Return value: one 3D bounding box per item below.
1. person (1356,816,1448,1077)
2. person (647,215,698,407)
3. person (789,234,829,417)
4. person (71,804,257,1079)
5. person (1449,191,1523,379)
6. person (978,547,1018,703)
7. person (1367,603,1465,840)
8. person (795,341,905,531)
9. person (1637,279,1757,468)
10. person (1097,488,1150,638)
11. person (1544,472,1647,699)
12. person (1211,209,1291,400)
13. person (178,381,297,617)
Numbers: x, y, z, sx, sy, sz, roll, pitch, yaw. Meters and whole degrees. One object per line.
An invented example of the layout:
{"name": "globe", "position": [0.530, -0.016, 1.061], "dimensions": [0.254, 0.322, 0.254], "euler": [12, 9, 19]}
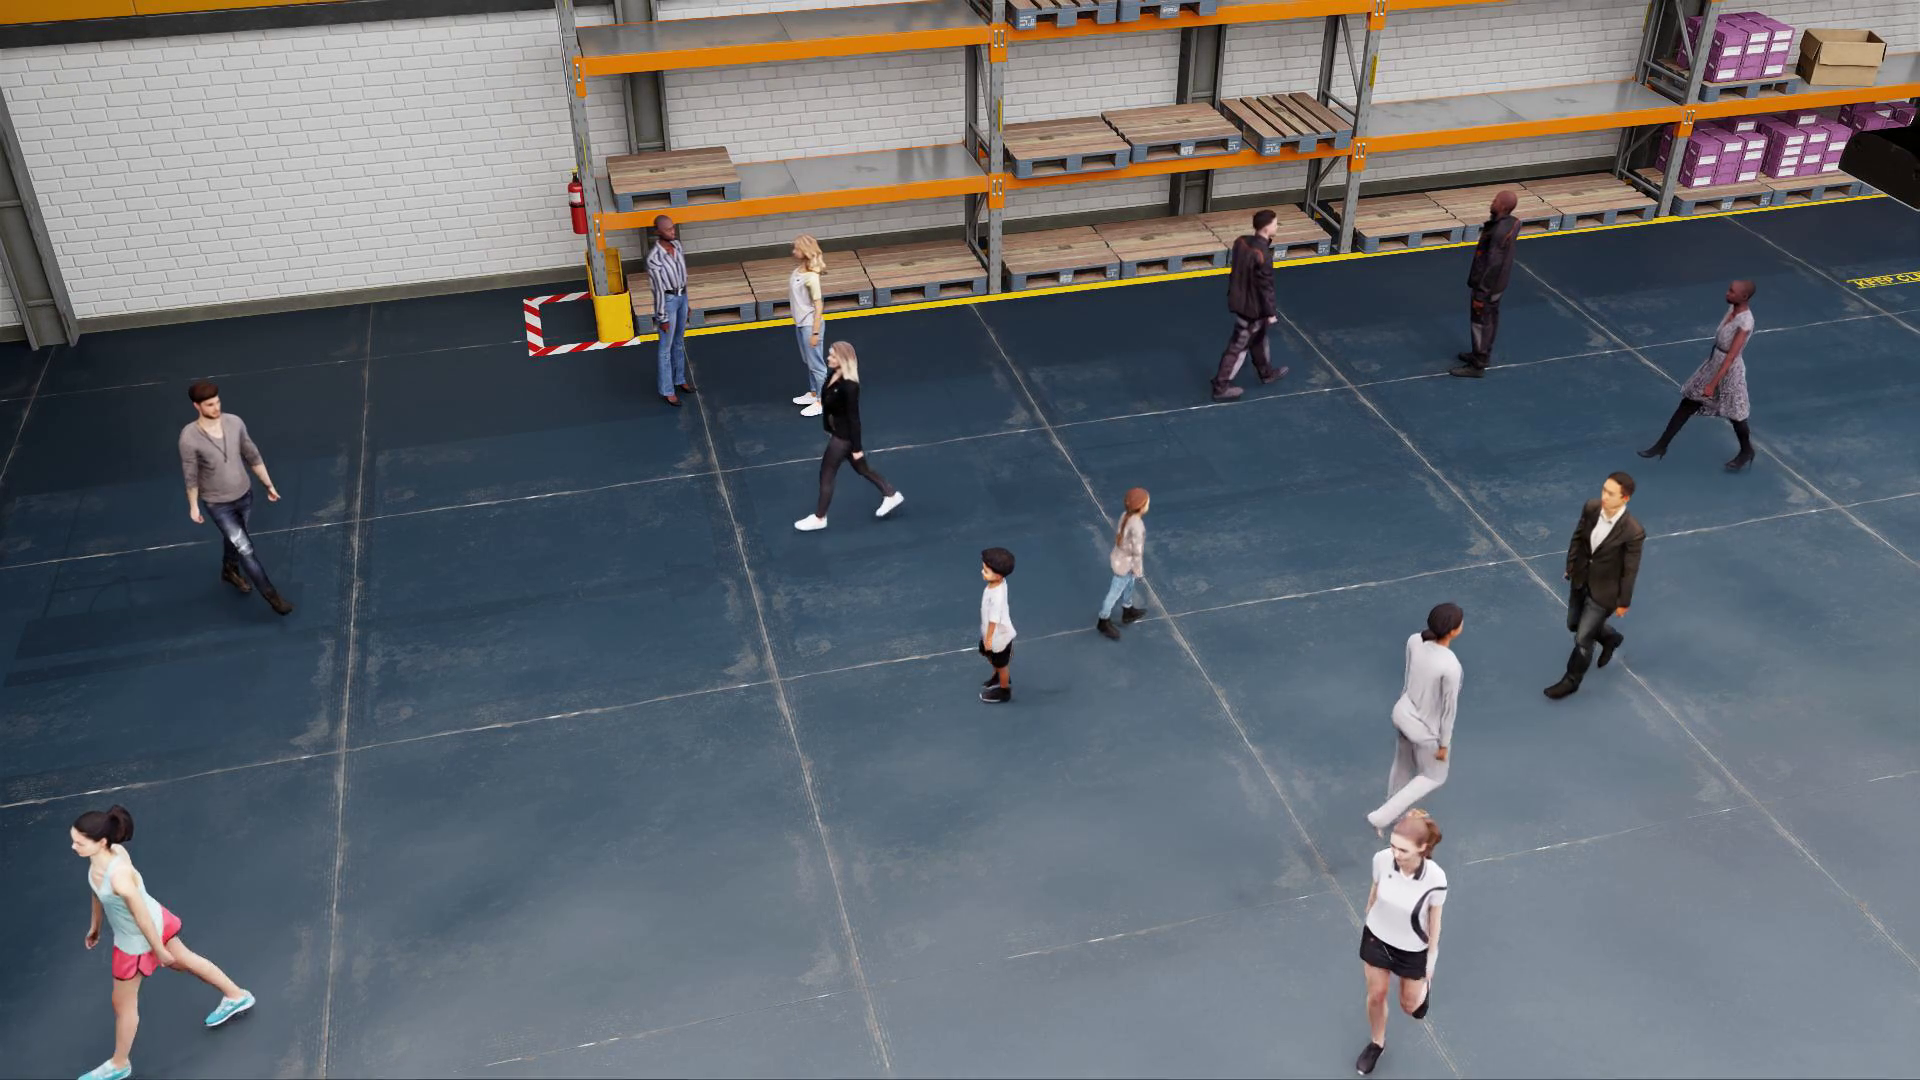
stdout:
{"name": "person", "position": [2.349, 2.088, 8.818], "dimensions": [0.875, 1.733, 0.948], "euler": [18, 37, 24]}
{"name": "person", "position": [-2.619, -2.100, 15.064], "dimensions": [0.753, 1.794, 0.719], "euler": [13, 36, 19]}
{"name": "person", "position": [-1.336, -1.927, 14.865], "dimensions": [0.562, 1.726, 0.639], "euler": [-11, 35, -16]}
{"name": "person", "position": [-4.278, 2.069, 8.860], "dimensions": [1.244, 1.717, 0.885], "euler": [-22, 40, -30]}
{"name": "person", "position": [4.949, -2.391, 15.473], "dimensions": [0.834, 1.826, 0.782], "euler": [17, 37, 24]}
{"name": "person", "position": [0.320, 0.595, 11.503], "dimensions": [0.524, 1.248, 0.526], "euler": [-2, 34, -3]}
{"name": "person", "position": [2.788, 1.148, 10.239], "dimensions": [0.862, 1.725, 0.710], "euler": [-15, 36, -21]}
{"name": "person", "position": [-0.830, -0.831, 13.288], "dimensions": [1.151, 1.646, 0.635], "euler": [-10, 35, -15]}
{"name": "person", "position": [6.493, -1.324, 13.954], "dimensions": [1.248, 1.731, 0.842], "euler": [1, 34, 1]}
{"name": "person", "position": [1.180, 0.164, 12.219], "dimensions": [0.659, 1.174, 0.551], "euler": [-1, 34, -1]}
{"name": "person", "position": [4.475, 0.289, 11.483], "dimensions": [1.044, 1.780, 0.853], "euler": [-20, 38, -27]}
{"name": "person", "position": [2.537, -2.104, 15.045], "dimensions": [1.064, 1.822, 0.746], "euler": [-10, 35, -14]}
{"name": "person", "position": [-5.494, -0.341, 12.360], "dimensions": [1.251, 1.857, 1.226], "euler": [20, 39, 27]}
